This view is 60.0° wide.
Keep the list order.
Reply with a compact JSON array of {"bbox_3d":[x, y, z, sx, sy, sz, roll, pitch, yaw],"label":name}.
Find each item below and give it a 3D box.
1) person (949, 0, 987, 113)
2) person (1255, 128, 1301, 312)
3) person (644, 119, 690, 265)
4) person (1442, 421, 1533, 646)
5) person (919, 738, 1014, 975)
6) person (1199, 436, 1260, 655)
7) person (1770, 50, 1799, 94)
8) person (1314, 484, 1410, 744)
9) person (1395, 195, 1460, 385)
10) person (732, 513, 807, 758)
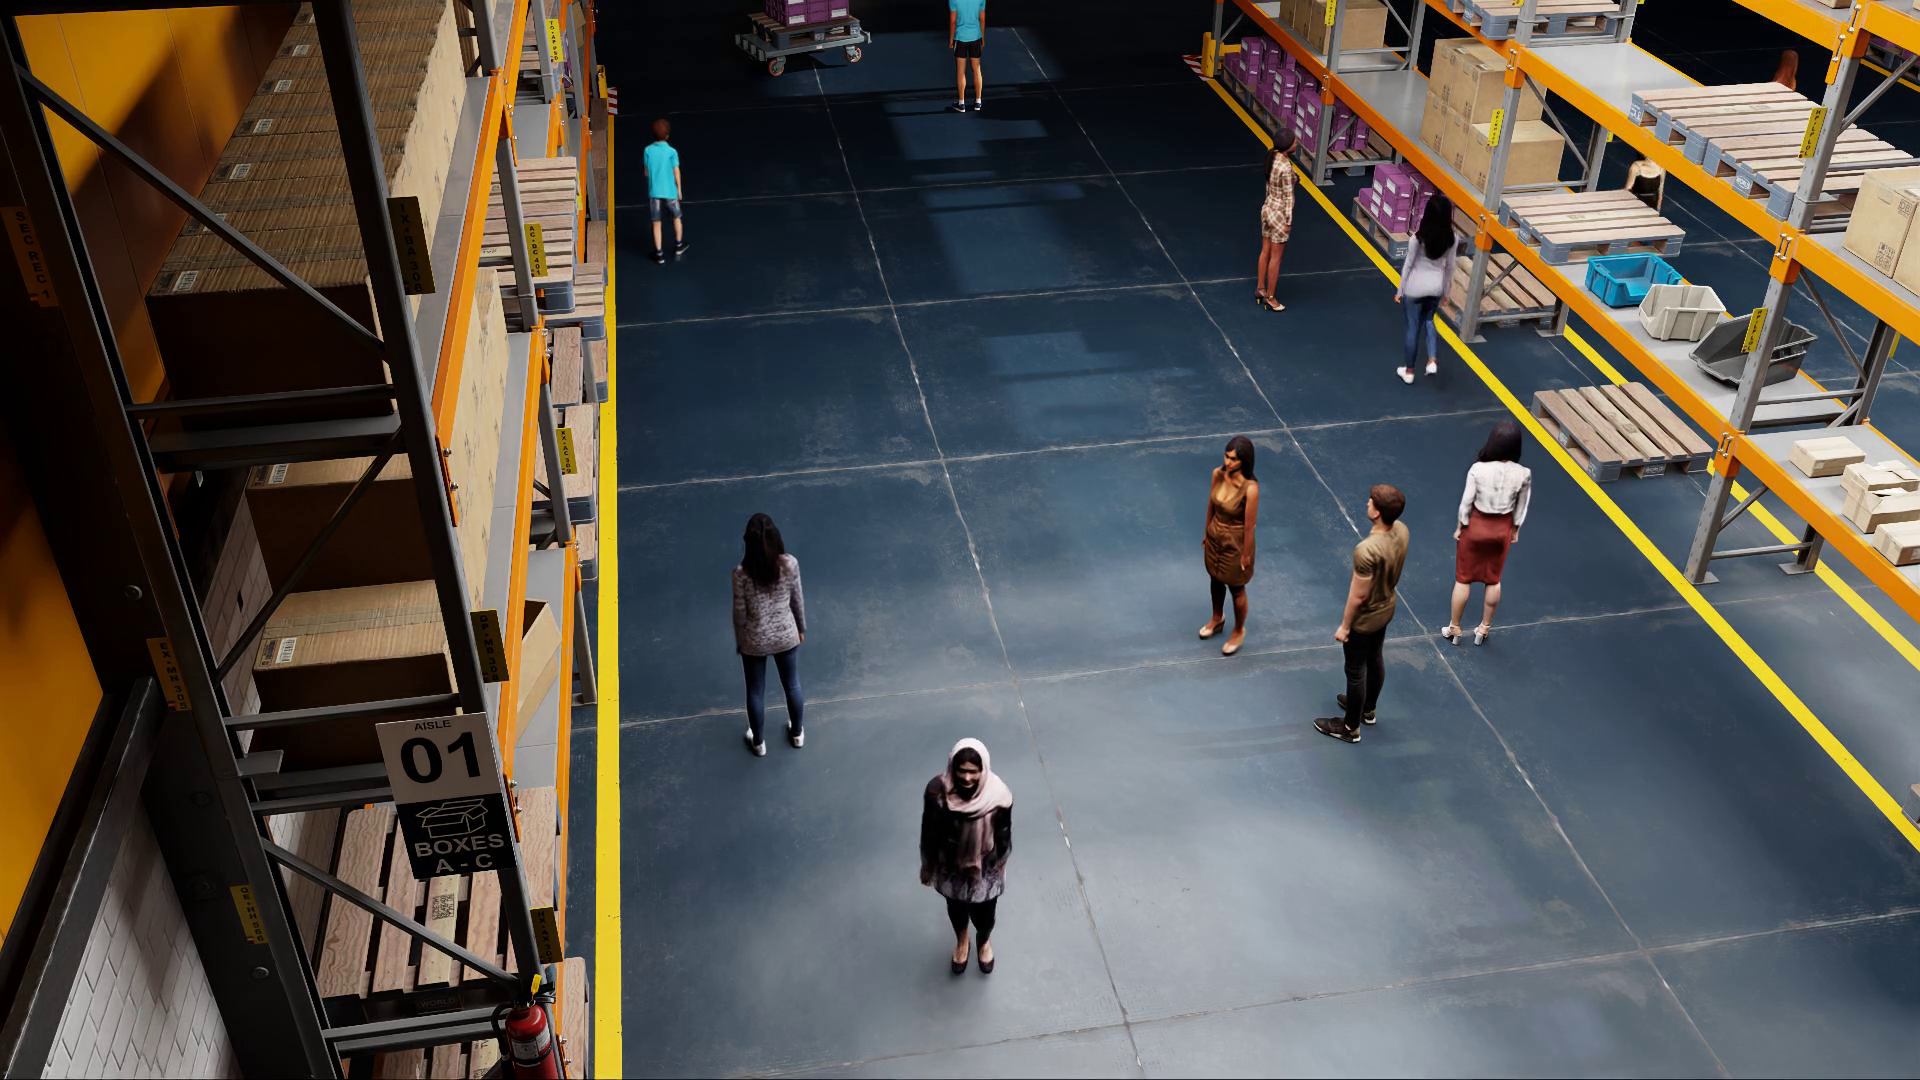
[{"bbox_3d":[0.102,-6.198,20.569,0.621,1.776,0.533,-8,34,-12],"label":"person"},{"bbox_3d":[3.006,-3.041,15.804,0.661,1.795,0.515,-9,35,-13],"label":"person"},{"bbox_3d":[-3.029,-3.526,16.864,0.620,1.428,0.753,-2,34,-3],"label":"person"},{"bbox_3d":[3.578,-0.029,11.312,0.640,1.751,0.584,2,34,3],"label":"person"},{"bbox_3d":[0.039,1.638,8.916,0.734,1.627,0.761,5,34,8],"label":"person"},{"bbox_3d":[1.833,0.029,11.285,0.697,1.683,0.586,-23,40,-30],"label":"person"},{"bbox_3d":[8.734,-4.434,17.959,0.636,1.729,0.611,-17,37,-24],"label":"person"},{"bbox_3d":[2.583,0.457,10.490,0.780,1.852,0.745,26,41,33],"label":"person"},{"bbox_3d":[4.079,-2.122,14.485,0.618,1.723,0.660,-6,34,-9],"label":"person"},{"bbox_3d":[-1.195,0.594,10.392,0.648,1.732,0.585,-12,36,-18],"label":"person"}]
